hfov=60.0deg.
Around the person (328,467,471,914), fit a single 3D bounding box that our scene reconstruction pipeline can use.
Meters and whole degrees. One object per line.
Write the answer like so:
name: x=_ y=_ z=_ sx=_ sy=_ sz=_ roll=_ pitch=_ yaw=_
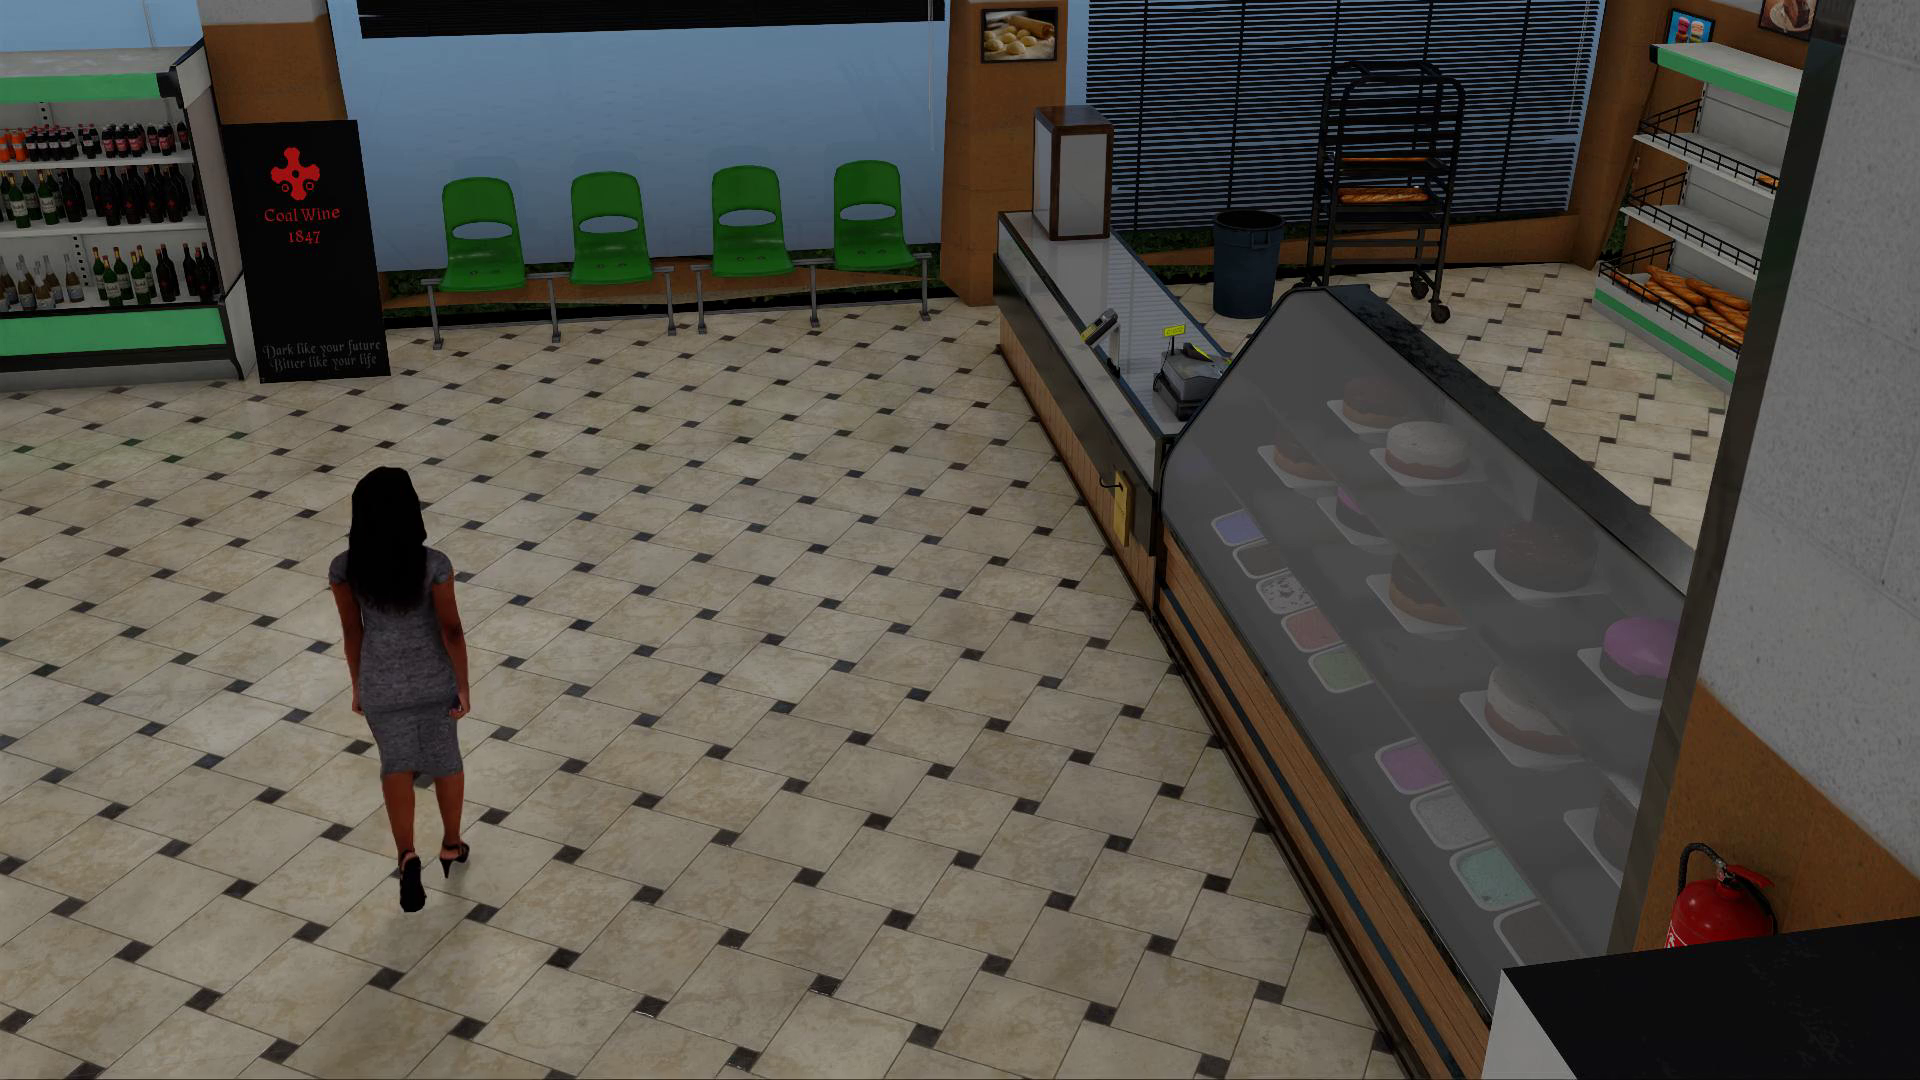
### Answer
person: x=-1.999 y=0.597 z=6.020 sx=0.806 sy=1.762 sz=0.646 roll=-5 pitch=27 yaw=-9
